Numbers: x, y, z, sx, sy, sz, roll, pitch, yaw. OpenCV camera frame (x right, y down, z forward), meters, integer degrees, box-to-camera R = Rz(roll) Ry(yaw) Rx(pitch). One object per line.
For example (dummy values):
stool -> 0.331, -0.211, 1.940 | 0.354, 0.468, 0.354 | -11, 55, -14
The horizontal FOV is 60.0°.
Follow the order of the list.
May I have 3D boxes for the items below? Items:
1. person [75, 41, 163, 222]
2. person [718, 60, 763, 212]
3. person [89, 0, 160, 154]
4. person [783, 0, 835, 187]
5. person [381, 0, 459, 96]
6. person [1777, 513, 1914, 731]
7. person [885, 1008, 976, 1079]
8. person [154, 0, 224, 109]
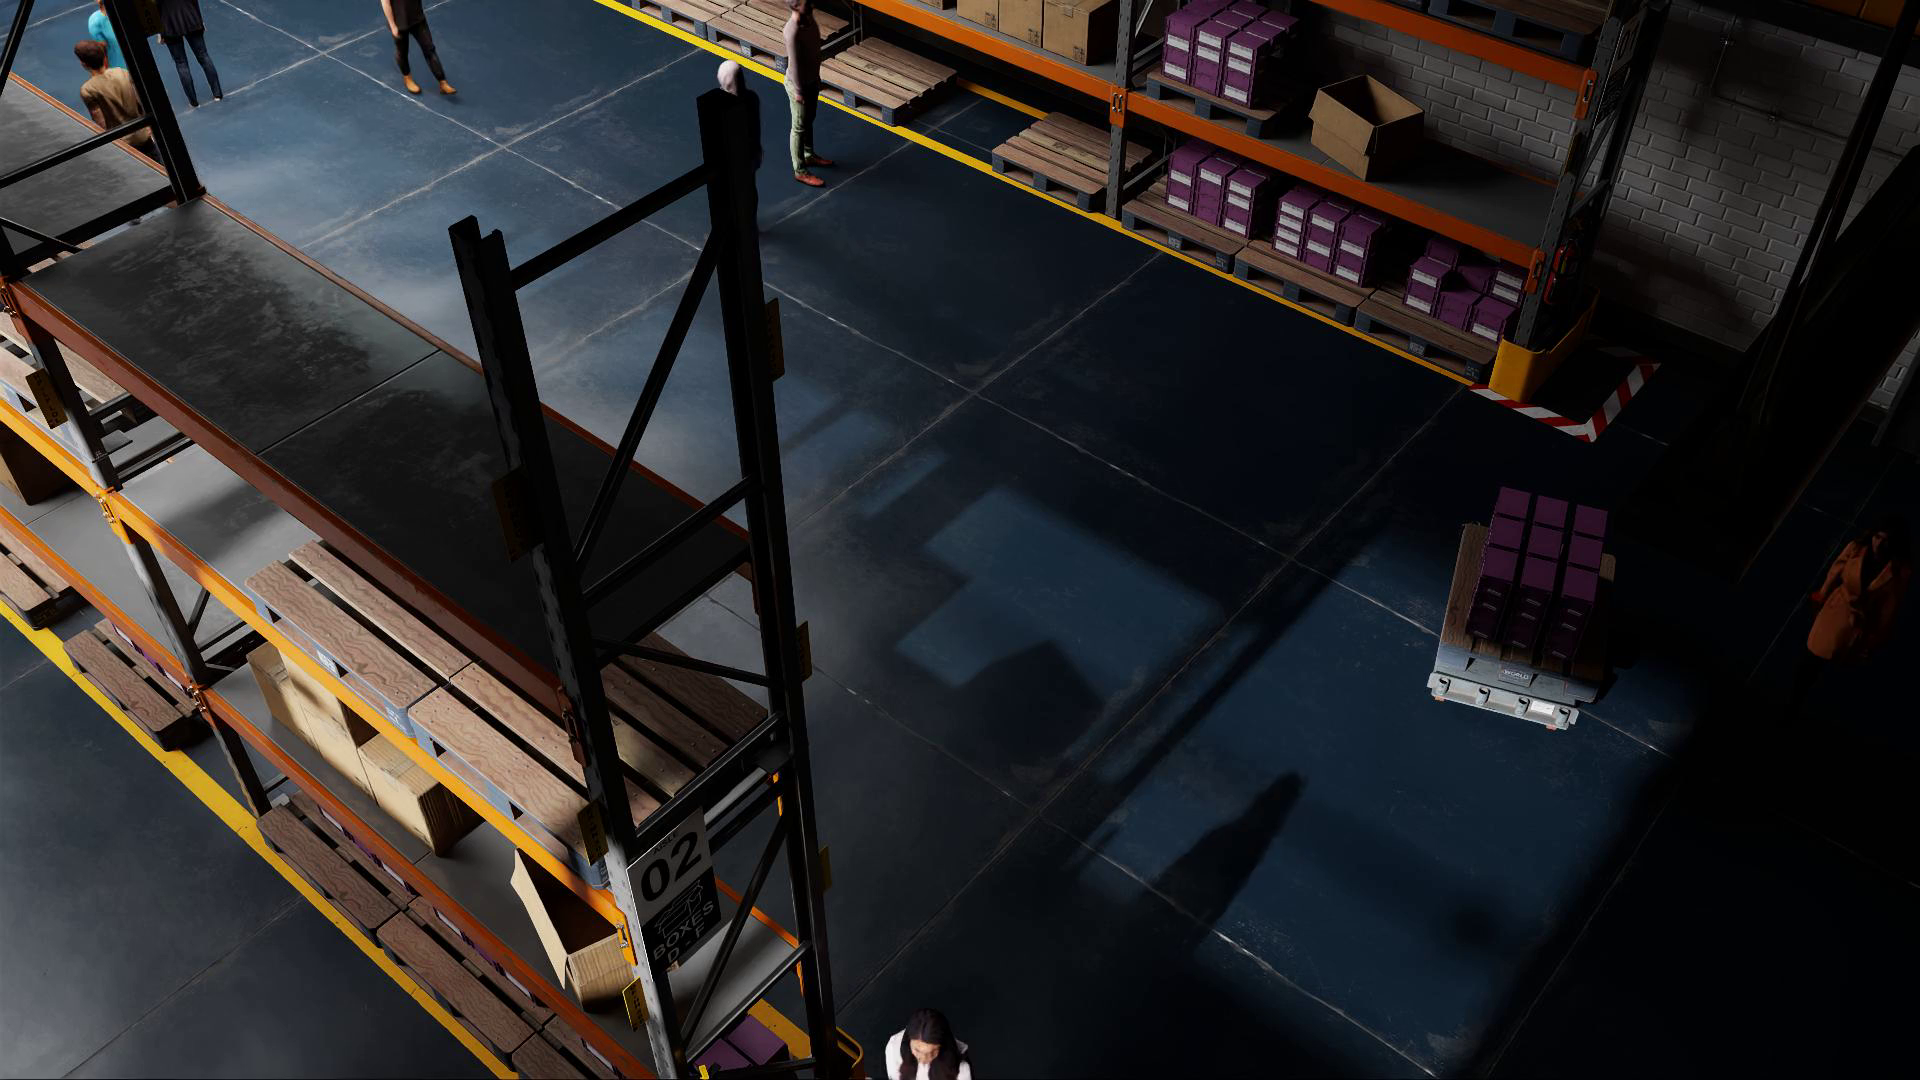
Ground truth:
person -> -7.230, -3.470, 14.601 | 1.281, 1.802, 0.798 | 24, 49, 23
person -> -1.928, -3.431, 14.689 | 0.757, 1.623, 0.817 | -21, 48, -21
person -> -7.878, -4.457, 15.666 | 0.738, 1.762, 0.633 | 29, 51, 27
person -> -1.445, -4.217, 15.332 | 0.766, 1.876, 0.767 | 9, 44, 9
person -> -5.573, -5.238, 16.543 | 0.695, 1.683, 0.988 | -33, 52, -30
person -> 5.656, 0.477, 10.531 | 0.942, 1.701, 0.744 | 30, 51, 28
person -> -0.117, 2.729, 8.170 | 1.102, 1.696, 1.050 | 5, 44, 5
person -> -7.745, -5.048, 16.444 | 0.753, 1.778, 0.635 | -31, 51, -28
